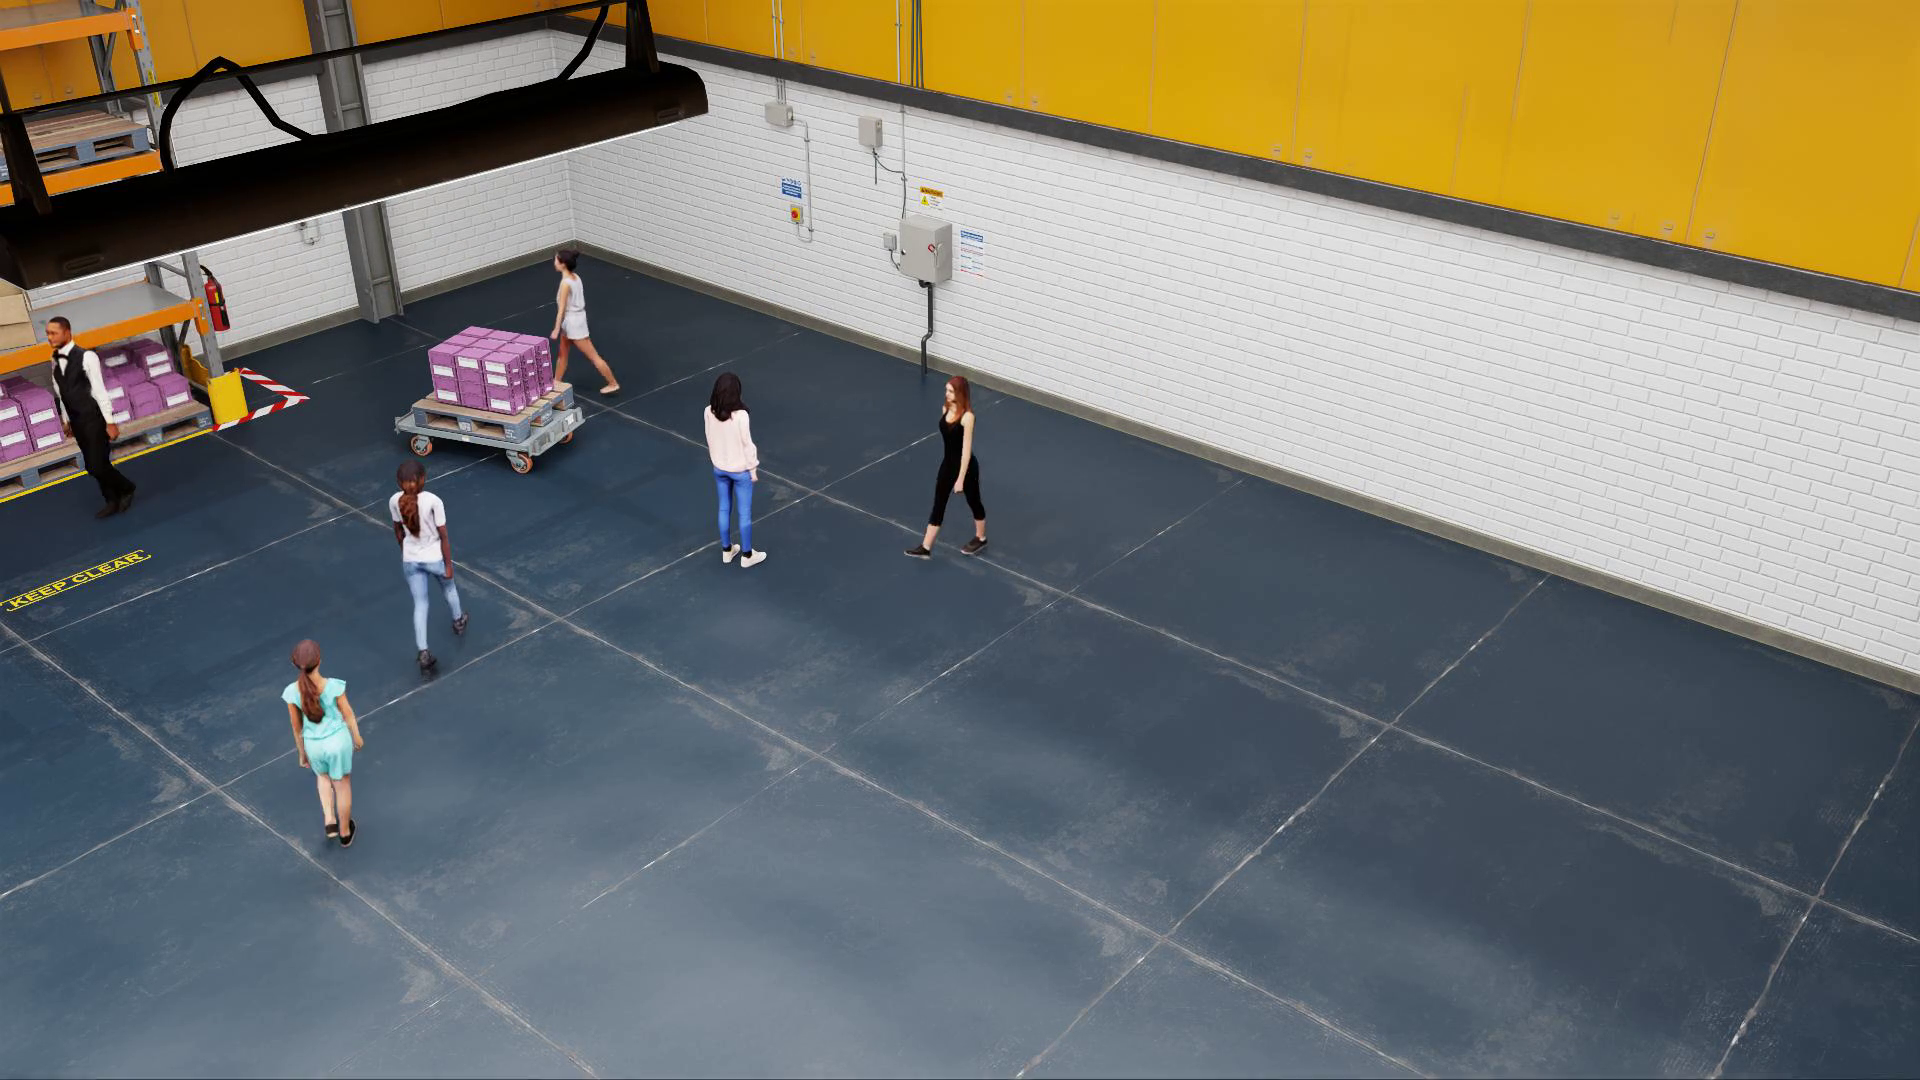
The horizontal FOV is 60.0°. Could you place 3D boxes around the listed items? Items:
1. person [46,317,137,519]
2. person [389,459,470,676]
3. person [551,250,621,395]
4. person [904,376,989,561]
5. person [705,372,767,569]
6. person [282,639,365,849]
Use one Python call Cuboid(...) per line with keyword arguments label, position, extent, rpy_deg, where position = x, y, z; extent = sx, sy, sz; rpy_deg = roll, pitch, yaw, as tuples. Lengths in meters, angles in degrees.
Cuboid(label="person", position=(-7.758, -1.130, 14.957), extent=(0.803, 1.909, 0.792), rpy_deg=(13, 31, 22))
Cuboid(label="person", position=(-4.116, 0.221, 12.724), extent=(1.034, 1.677, 1.180), rpy_deg=(2, 29, 3))
Cuboid(label="person", position=(-3.927, -2.216, 17.316), extent=(1.085, 1.556, 1.080), rpy_deg=(0, 29, 0))
Cuboid(label="person", position=(0.076, -0.625, 14.253), extent=(1.106, 1.696, 0.742), rpy_deg=(-20, 35, -33))
Cuboid(label="person", position=(-1.933, -0.599, 14.129), extent=(0.679, 1.770, 0.603), rpy_deg=(15, 32, 26))
Cuboid(label="person", position=(-4.110, 1.355, 10.779), extent=(0.675, 1.548, 0.736), rpy_deg=(-4, 29, -7))
